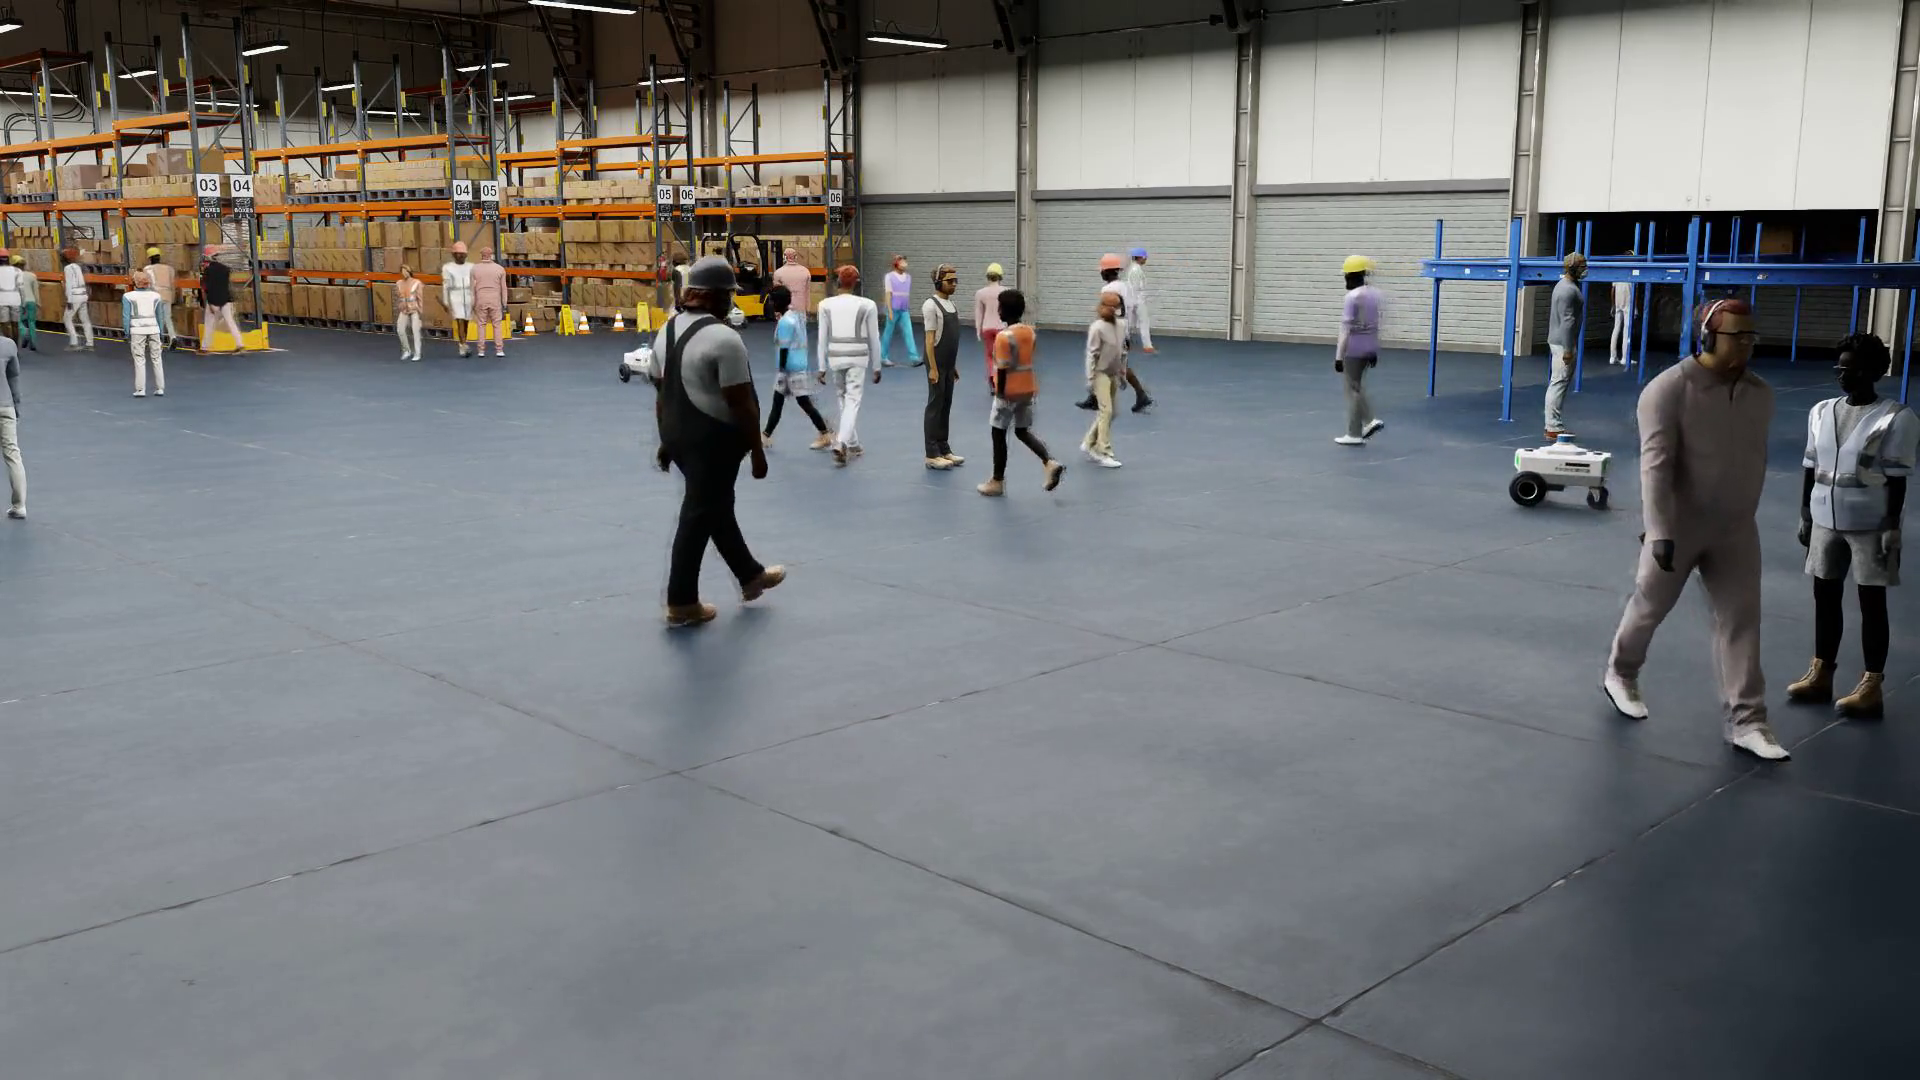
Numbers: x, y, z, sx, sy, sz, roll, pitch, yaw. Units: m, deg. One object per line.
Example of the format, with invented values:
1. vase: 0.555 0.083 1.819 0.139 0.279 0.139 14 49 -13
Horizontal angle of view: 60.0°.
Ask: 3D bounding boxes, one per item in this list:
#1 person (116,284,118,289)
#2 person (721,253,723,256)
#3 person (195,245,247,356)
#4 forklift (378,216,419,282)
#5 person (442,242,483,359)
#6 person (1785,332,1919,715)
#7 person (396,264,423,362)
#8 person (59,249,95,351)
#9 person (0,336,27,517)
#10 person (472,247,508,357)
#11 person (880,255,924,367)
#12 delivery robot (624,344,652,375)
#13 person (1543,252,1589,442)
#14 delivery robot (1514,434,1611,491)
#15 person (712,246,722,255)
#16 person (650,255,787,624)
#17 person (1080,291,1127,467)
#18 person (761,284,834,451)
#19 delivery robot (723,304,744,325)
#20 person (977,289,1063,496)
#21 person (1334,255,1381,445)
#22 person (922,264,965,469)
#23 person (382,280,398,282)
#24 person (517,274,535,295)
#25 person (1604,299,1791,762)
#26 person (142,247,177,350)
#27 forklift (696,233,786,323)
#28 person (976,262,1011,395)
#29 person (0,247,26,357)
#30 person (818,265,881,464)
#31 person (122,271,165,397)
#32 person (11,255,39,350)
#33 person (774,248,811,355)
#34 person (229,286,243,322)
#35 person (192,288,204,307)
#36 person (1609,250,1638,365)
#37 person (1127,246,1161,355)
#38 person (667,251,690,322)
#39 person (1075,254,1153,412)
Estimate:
1. person: -20.965 -6.216 41.070 0.742 1.613 0.513 7 12 32
2. person: -6.101 -6.462 42.100 0.490 1.742 0.316 9 14 42
3. person: -13.076 -4.225 29.341 1.002 1.950 0.613 5 11 23
4. forklift: -17.868 -9.201 54.028 1.873 2.768 1.129 -10 14 -44
5. person: -8.615 -4.147 28.804 0.617 1.994 1.079 -6 12 -31
6. person: 3.979 -0.080 7.424 0.323 1.689 0.530 -5 12 -26
7. person: -9.264 -3.821 28.005 0.523 1.627 0.400 2 11 12
8. person: -16.222 -4.375 30.419 0.580 1.861 0.607 -1 10 -8
9. person: -7.207 -0.955 12.349 0.279 1.633 0.505 5 11 24
10. person: -8.222 -4.148 29.039 0.637 1.901 0.403 -3 11 -14
11. person: -0.963 -3.672 26.714 0.988 1.790 0.584 9 14 42
12. delivery robot: -4.576 -2.599 24.115 0.477 0.478 0.707 -8 13 -37
13. person: 6.248 -1.991 17.164 0.355 1.937 0.634 3 11 16
14. delivery robot: 4.775 -0.594 13.180 0.707 0.478 0.477 4 11 23
15. person: -5.636 -5.978 39.151 0.649 1.854 0.517 6 12 28
16. person: -1.283 -0.565 9.223 0.978 2.000 0.707 -9 13 -39
17. person: 1.337 -1.502 15.394 0.566 1.611 0.533 9 13 39
18. person: -1.663 -1.697 16.366 0.898 1.635 0.560 0 10 -1
19. delivery robot: -5.208 -5.162 38.092 0.477 0.478 0.707 -5 12 -27
20. person: 0.475 -1.189 13.471 0.670 1.681 0.538 8 13 36
21. person: 3.993 -1.915 16.810 0.417 1.910 0.625 9 14 41
22. person: -0.155 -1.591 15.238 0.346 1.846 0.507 4 11 23
23. person: -15.031 -6.901 43.964 0.627 1.922 0.506 -8 13 -36
24. person: -12.538 -7.637 47.972 0.551 1.928 0.377 -8 13 -37
25. person: 3.105 -0.082 6.998 0.648 1.859 1.006 -2 11 -11
26. person: -14.528 -4.373 30.253 0.596 1.902 0.651 -9 14 -42
27. forklift: -5.496 -6.489 41.108 2.313 2.155 1.214 -10 14 -44
28. person: 0.457 -2.788 21.997 0.538 1.752 0.559 3 11 17
29. person: -16.625 -4.157 29.057 0.543 1.912 0.665 -8 13 -37
30. person: -1.059 -1.649 15.602 0.580 1.846 0.947 3 11 15
31. person: -10.739 -2.711 21.909 0.308 1.640 0.515 10 14 43
32. person: -17.318 -4.390 30.784 0.544 1.750 0.367 -9 14 -42
33. person: -2.728 -3.757 26.919 0.636 1.899 0.402 -5 11 -25
34. person: -17.677 -6.174 40.036 0.801 1.906 0.683 1 10 5
35. person: -17.678 -5.972 38.979 0.631 1.896 0.469 -5 11 -23
36. person: 10.945 -3.828 27.368 0.325 1.871 0.516 -5 12 -27
37. person: 3.087 -4.269 29.667 0.915 1.924 0.606 0 10 3
38. person: -5.158 -4.323 30.227 0.852 1.807 0.666 4 11 19
39. person: 1.897 -2.496 20.080 1.021 1.891 0.555 6 12 30
